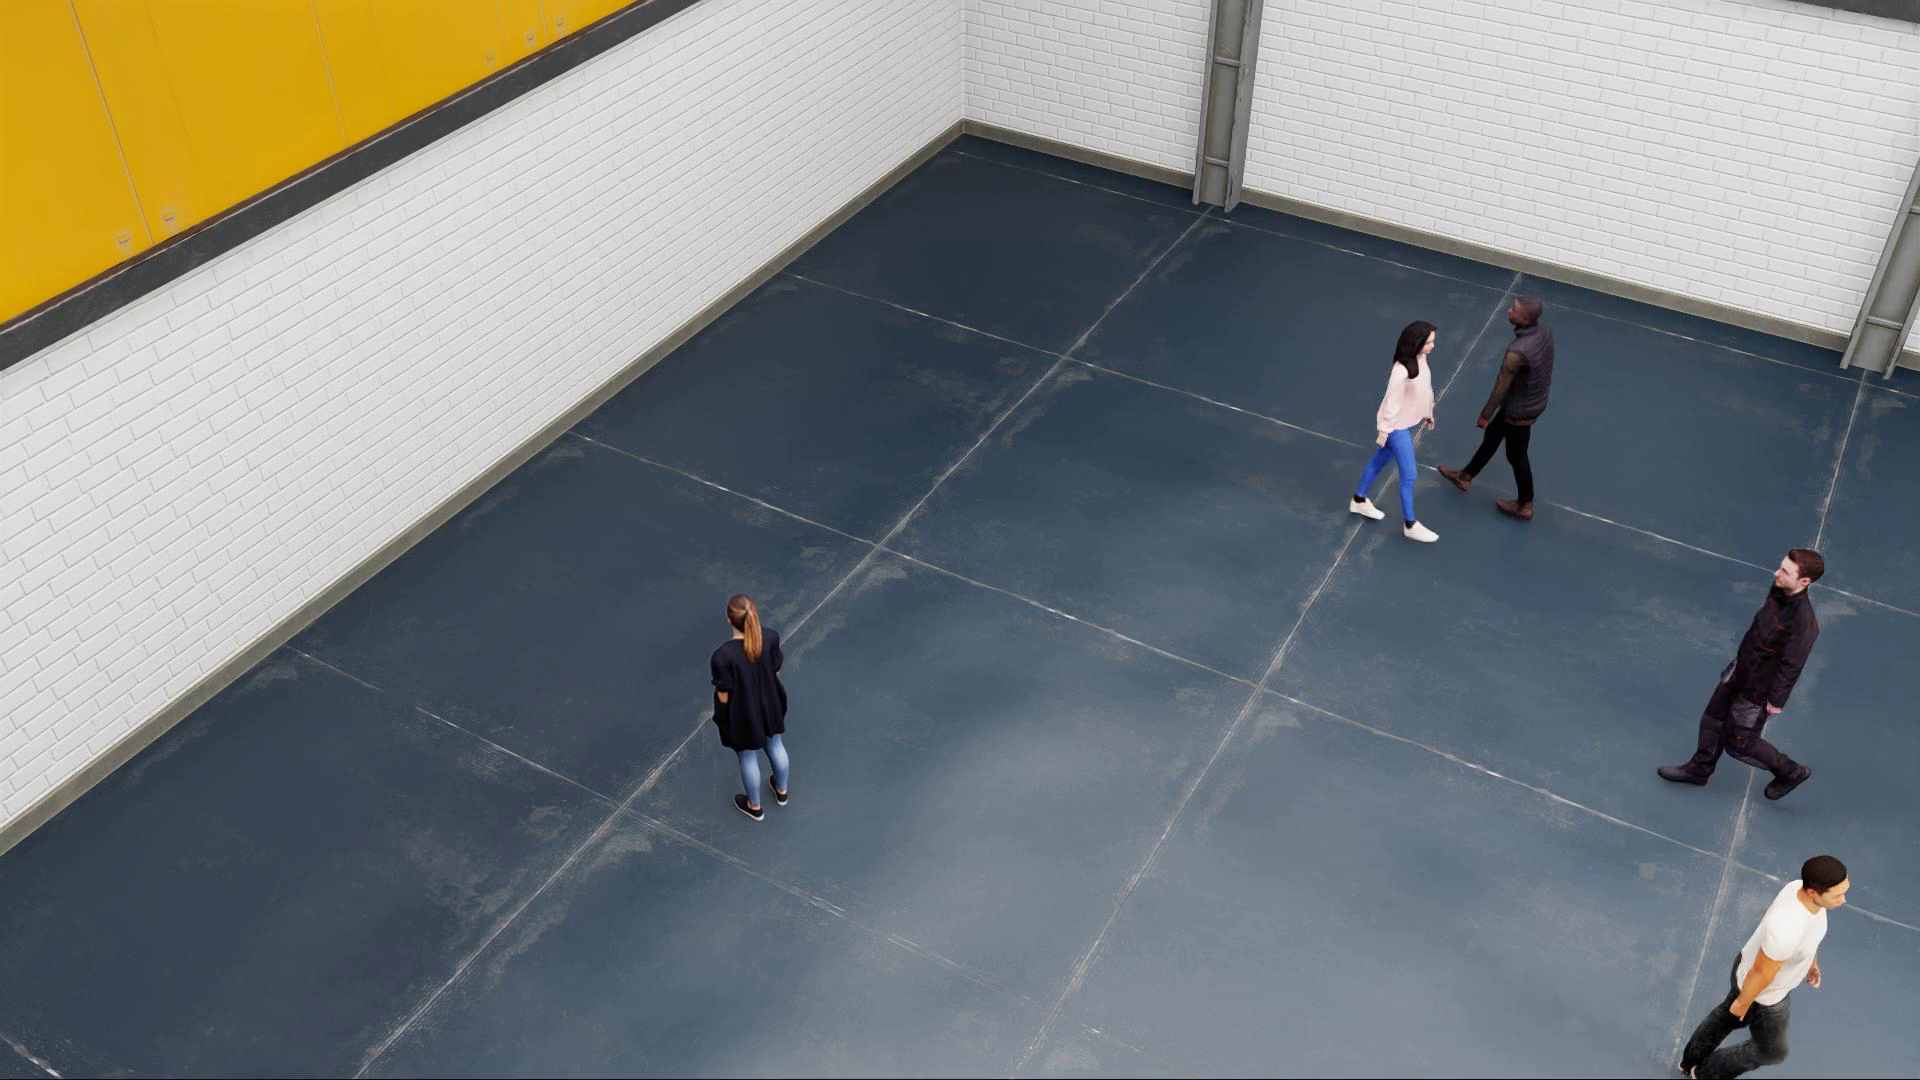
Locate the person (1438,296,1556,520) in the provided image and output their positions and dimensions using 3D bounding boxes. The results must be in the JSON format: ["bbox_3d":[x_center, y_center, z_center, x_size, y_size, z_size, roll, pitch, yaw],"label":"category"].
[{"bbox_3d":[4.125,-0.917,12.041,1.040,1.794,0.772,26,45,28],"label":"person"}]

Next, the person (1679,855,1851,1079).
[{"bbox_3d":[3.895,2.129,8.234,0.646,1.784,0.625,22,44,25],"label":"person"}]

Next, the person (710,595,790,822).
[{"bbox_3d":[-1.214,0.980,9.754,0.712,1.683,0.706,-23,44,-26],"label":"person"}]

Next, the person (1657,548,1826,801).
[{"bbox_3d":[4.757,0.825,9.780,1.144,1.893,0.940,5,39,6],"label":"person"}]

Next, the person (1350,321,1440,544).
[{"bbox_3d":[3.077,-0.851,11.998,0.934,1.743,0.649,20,43,24],"label":"person"}]
